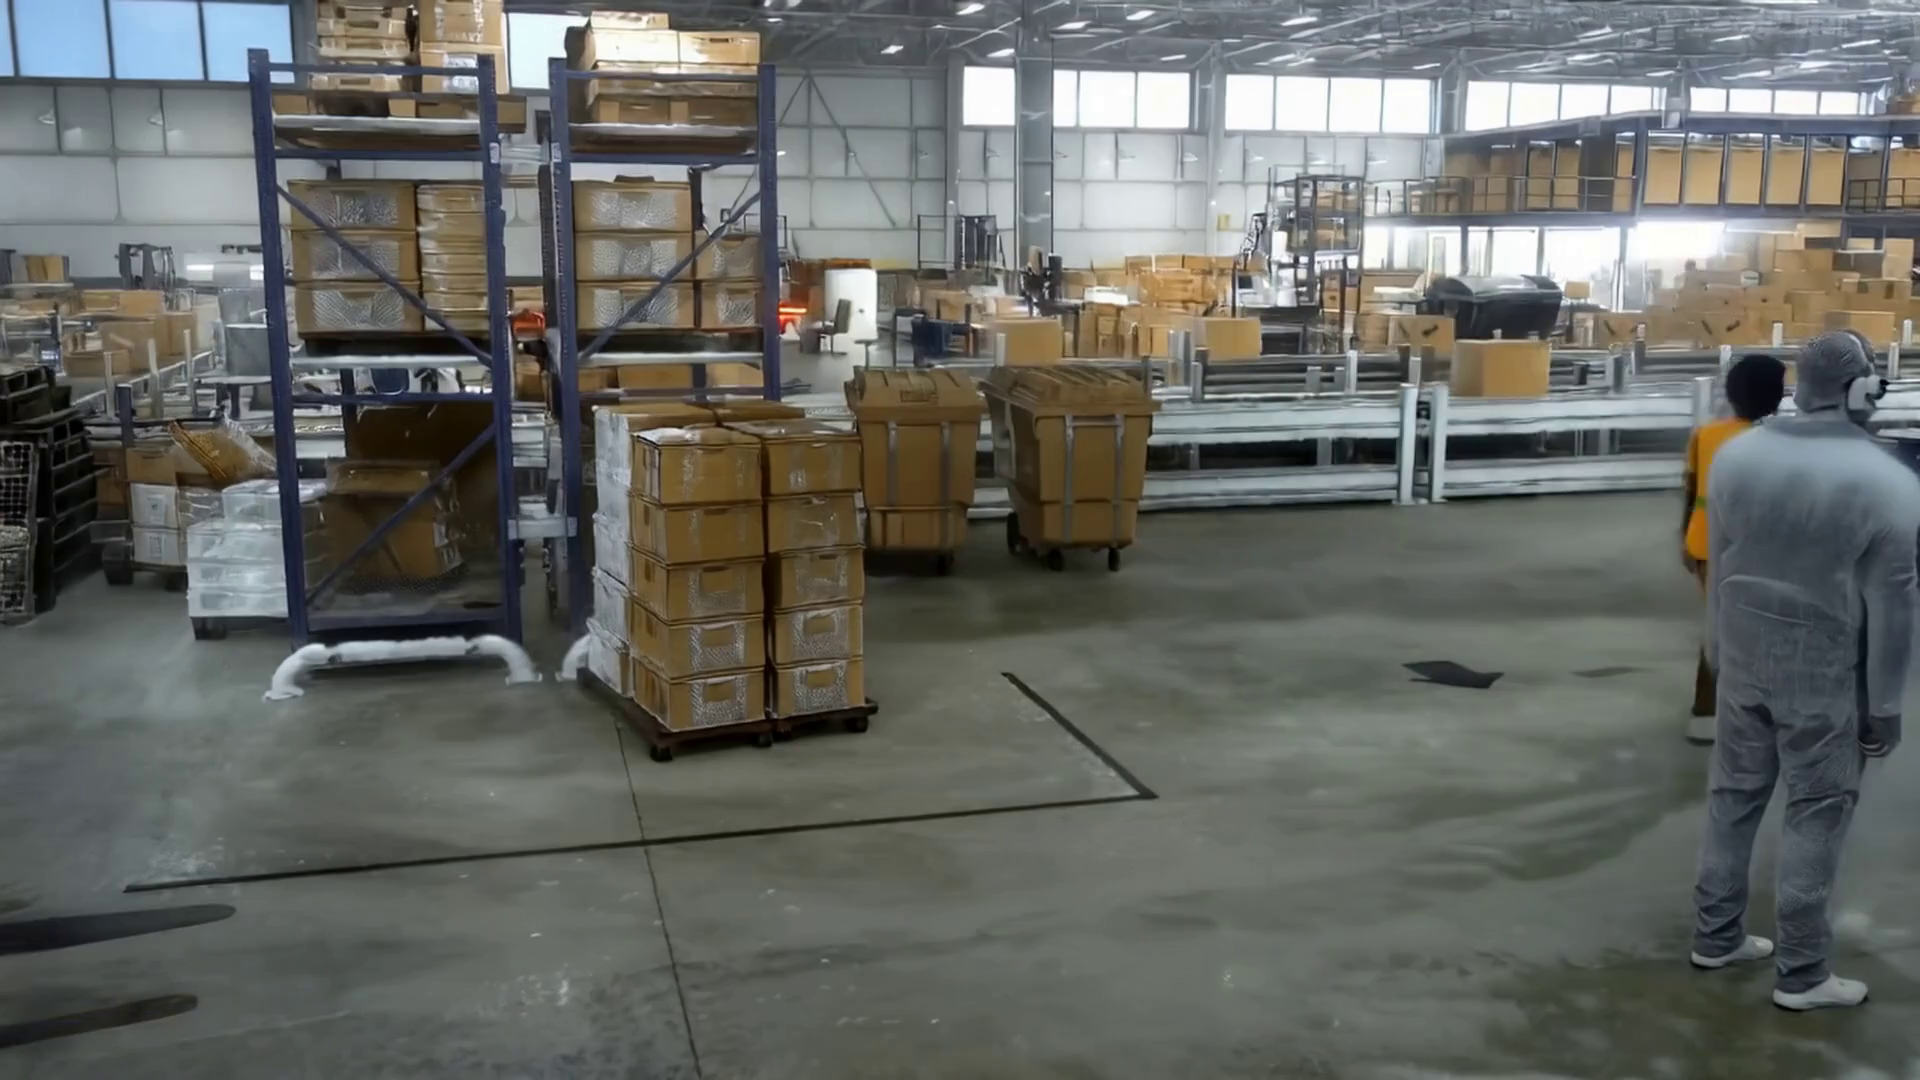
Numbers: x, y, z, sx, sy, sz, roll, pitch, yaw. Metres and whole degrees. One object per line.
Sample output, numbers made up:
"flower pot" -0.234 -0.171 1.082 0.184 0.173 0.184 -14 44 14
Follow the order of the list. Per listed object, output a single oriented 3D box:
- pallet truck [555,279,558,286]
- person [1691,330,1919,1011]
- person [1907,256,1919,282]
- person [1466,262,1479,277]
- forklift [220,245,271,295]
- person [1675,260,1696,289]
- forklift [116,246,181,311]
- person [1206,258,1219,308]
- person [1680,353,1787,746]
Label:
"pallet truck" -10.604 -6.375 44.520 0.653 1.274 1.630 -3 10 -15
"person" 2.388 0.365 4.689 0.399 1.900 0.636 -5 11 -27
"person" 24.429 -6.305 42.346 0.587 1.930 0.355 4 11 20
"person" 13.544 -6.520 44.169 0.527 1.721 0.938 -6 12 -32
"forklift" -17.749 -6.334 41.440 1.157 1.987 2.680 -3 10 -17
"person" 14.490 -4.657 33.201 0.590 1.864 0.652 -2 10 -13
"forklift" -19.966 -6.232 40.894 1.157 1.987 2.680 -3 10 -15
"person" 5.321 -5.004 35.151 0.335 1.873 0.520 1 10 3
"person" 3.338 0.050 7.061 0.521 1.673 0.548 -2 10 -13
